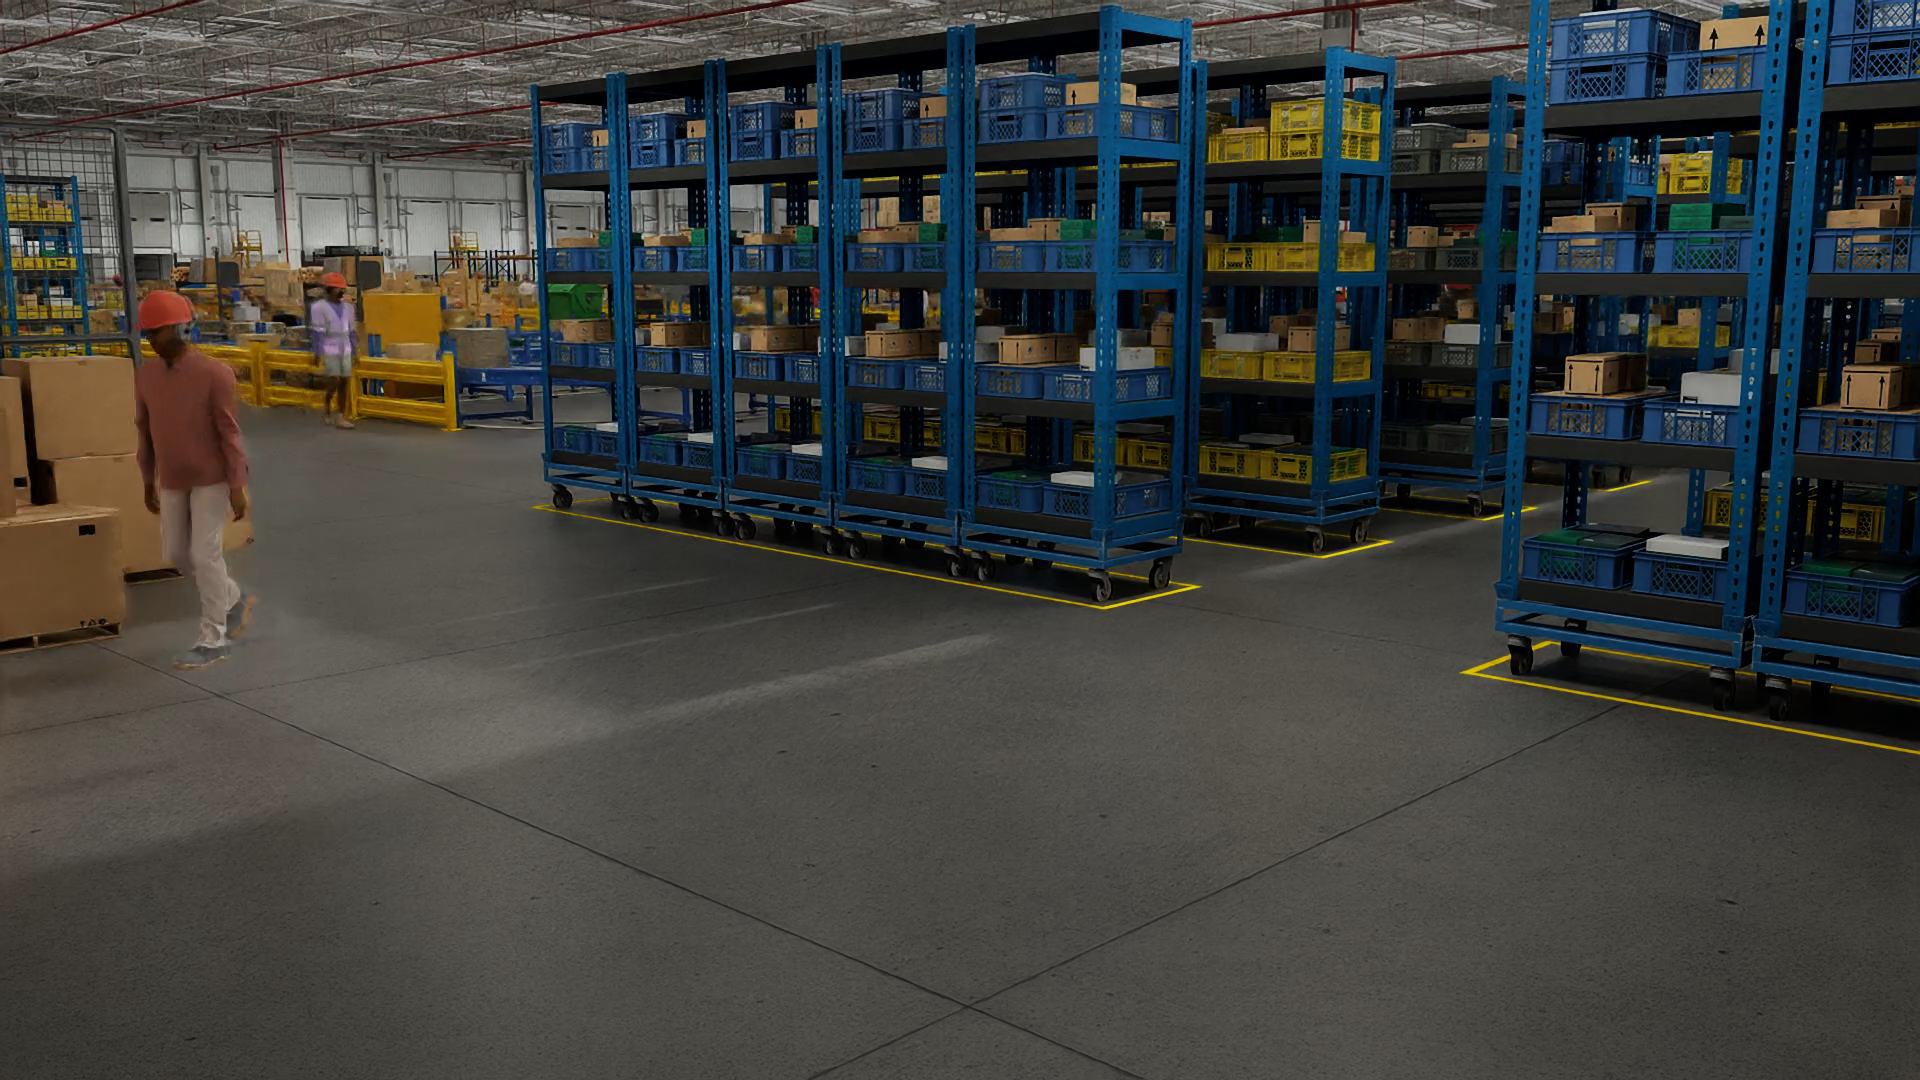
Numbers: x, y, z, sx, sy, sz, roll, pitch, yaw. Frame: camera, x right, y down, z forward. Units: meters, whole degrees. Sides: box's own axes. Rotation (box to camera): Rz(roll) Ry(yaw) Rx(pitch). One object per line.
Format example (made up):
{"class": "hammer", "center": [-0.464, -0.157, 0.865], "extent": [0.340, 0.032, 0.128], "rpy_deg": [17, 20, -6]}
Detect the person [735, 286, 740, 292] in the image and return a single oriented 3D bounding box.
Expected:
{"class": "person", "center": [-8.889, -9.602, 65.617], "extent": [0.614, 1.962, 0.366], "rpy_deg": [-8, 12, -41]}

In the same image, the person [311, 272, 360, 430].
{"class": "person", "center": [-8.002, -2.418, 21.369], "extent": [0.439, 2.029, 0.642], "rpy_deg": [6, 11, 34]}

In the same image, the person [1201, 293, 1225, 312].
{"class": "person", "center": [3.524, -2.605, 23.228], "extent": [0.582, 1.804, 0.952], "rpy_deg": [8, 12, 41]}

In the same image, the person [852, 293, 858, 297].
{"class": "person", "center": [-4.833, -11.218, 76.542], "extent": [0.472, 1.619, 0.551], "rpy_deg": [3, 10, 15]}

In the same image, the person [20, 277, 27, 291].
{"class": "person", "center": [-39.356, -10.348, 70.343], "extent": [0.676, 1.919, 0.605], "rpy_deg": [1, 9, 8]}

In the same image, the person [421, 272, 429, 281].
{"class": "person", "center": [-28.463, -13.345, 88.789], "extent": [0.613, 1.880, 0.939], "rpy_deg": [5, 11, 30]}

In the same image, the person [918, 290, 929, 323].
{"class": "person", "center": [-0.993, -5.631, 41.724], "extent": [0.403, 1.821, 0.596], "rpy_deg": [-4, 10, -23]}

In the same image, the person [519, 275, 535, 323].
{"class": "person", "center": [-14.993, -8.266, 57.707], "extent": [0.642, 1.878, 0.845], "rpy_deg": [-7, 12, -38]}

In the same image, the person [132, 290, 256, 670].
{"class": "person", "center": [-4.006, -0.330, 8.768], "extent": [0.660, 1.969, 0.654], "rpy_deg": [2, 10, 15]}

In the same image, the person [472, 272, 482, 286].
{"class": "person", "center": [-21.670, -10.994, 74.350], "extent": [0.842, 1.907, 0.547], "rpy_deg": [-2, 9, -12]}

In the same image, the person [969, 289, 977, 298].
{"class": "person", "center": [0.303, -6.902, 48.822], "extent": [0.386, 2.045, 0.605], "rpy_deg": [3, 10, 17]}

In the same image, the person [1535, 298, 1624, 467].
{"class": "person", "center": [6.573, -1.653, 17.459], "extent": [0.944, 1.779, 0.613], "rpy_deg": [9, 13, 43]}

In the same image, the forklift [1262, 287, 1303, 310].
{"class": "forklift", "center": [10.769, -8.203, 54.240], "extent": [1.129, 2.768, 1.873], "rpy_deg": [8, 12, 42]}

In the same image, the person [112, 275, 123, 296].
{"class": "person", "center": [-23.230, -6.343, 45.815], "extent": [0.549, 1.920, 0.599], "rpy_deg": [8, 12, 42]}

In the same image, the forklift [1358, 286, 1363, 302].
{"class": "forklift", "center": [11.100, -7.017, 46.970], "extent": [1.873, 2.768, 1.129], "rpy_deg": [9, 13, 43]}
